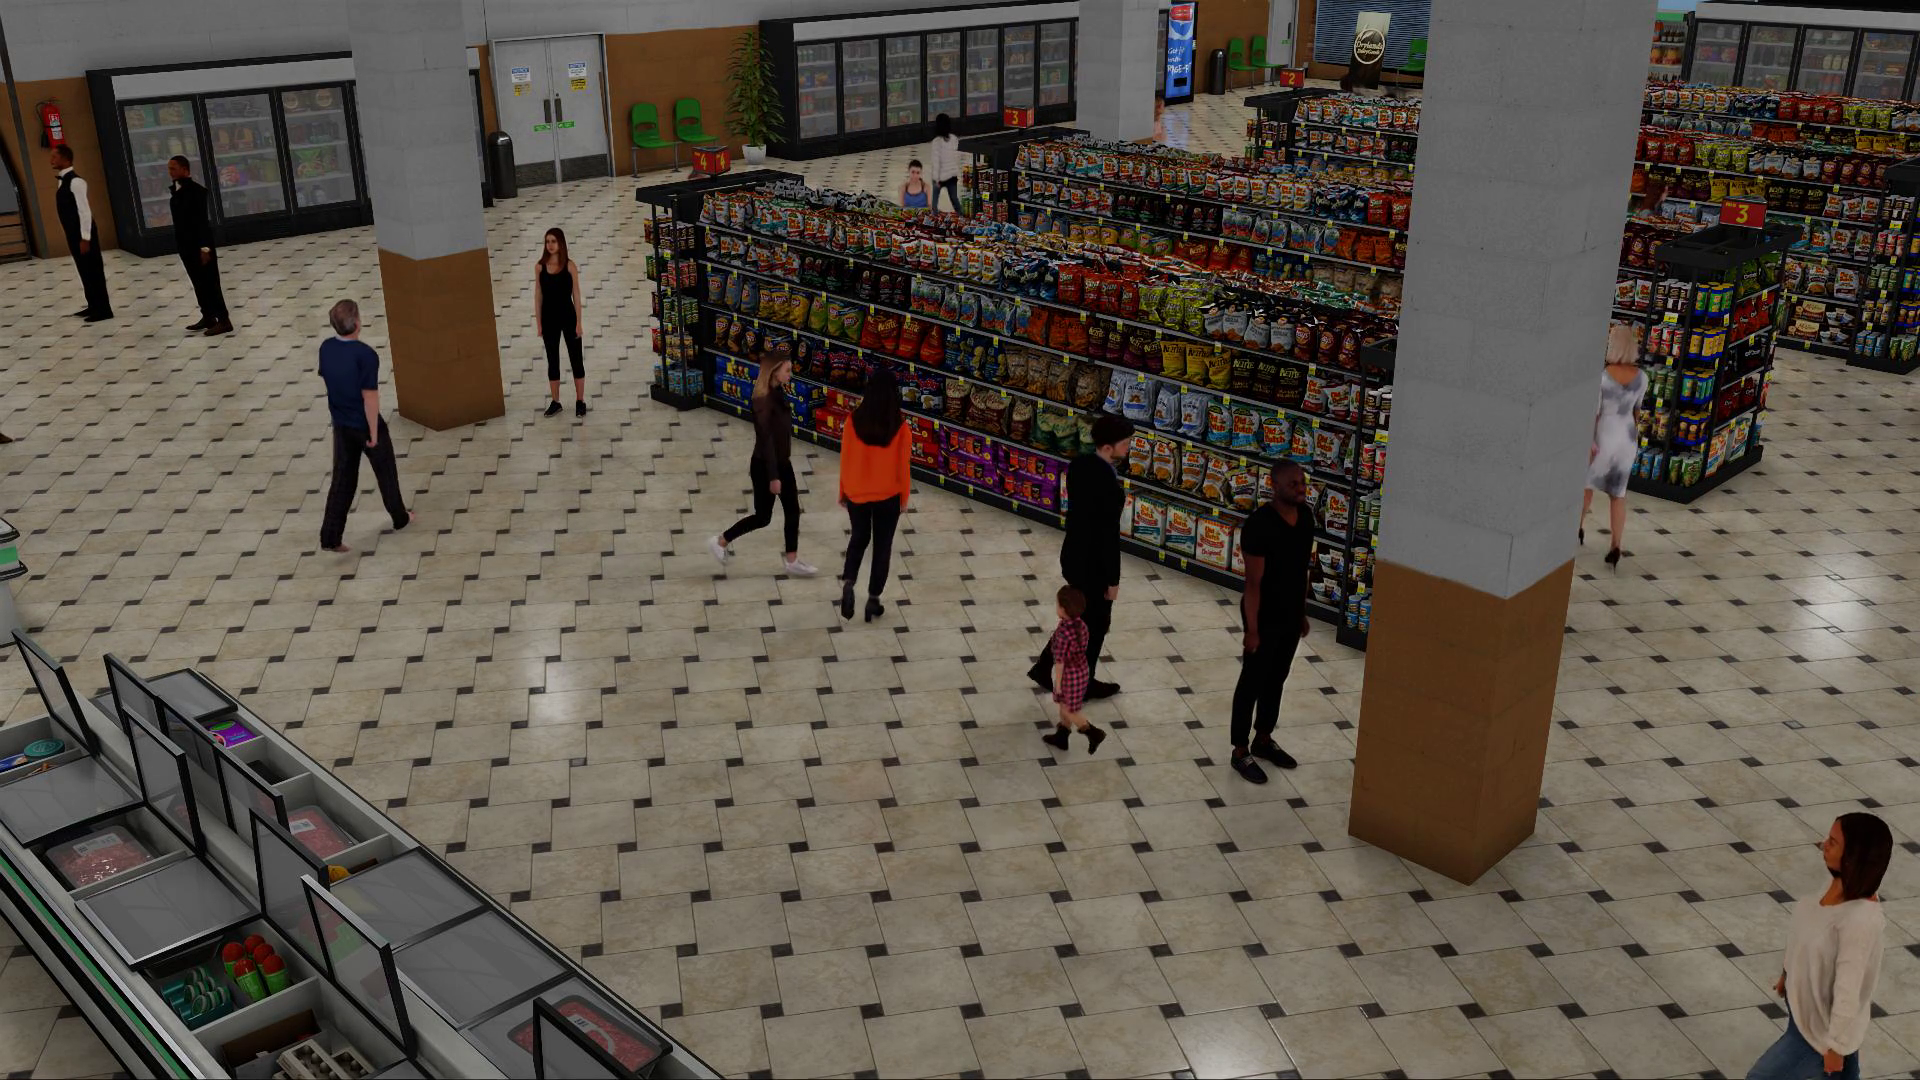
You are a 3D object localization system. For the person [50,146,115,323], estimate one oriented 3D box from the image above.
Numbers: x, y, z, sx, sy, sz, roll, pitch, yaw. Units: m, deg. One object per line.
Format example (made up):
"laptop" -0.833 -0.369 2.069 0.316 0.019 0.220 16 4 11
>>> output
"person" -9.716 -3.395 18.395 0.753 1.918 0.525 -18 28 -38

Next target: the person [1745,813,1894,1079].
"person" 3.193 1.750 5.969 1.167 1.635 0.884 10 24 23

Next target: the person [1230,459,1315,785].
"person" 1.695 0.426 9.046 0.685 1.798 0.593 -17 27 -35

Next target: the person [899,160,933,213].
"person" -0.495 -3.646 19.474 1.020 1.578 1.013 3 22 7

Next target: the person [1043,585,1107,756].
"person" 0.647 0.753 9.294 0.672 1.006 0.483 15 27 34

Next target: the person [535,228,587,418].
"person" -3.630 -1.984 15.141 0.637 1.726 0.704 1 22 2

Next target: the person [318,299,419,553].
"person" -4.415 -0.776 12.006 1.247 1.823 1.142 5 22 13

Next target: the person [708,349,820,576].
"person" -1.386 -0.494 11.505 1.087 1.672 0.907 4 22 10

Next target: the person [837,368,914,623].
"person" -0.576 -0.234 10.780 0.866 1.729 0.905 4 22 11

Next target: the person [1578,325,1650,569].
"person" 4.657 -0.637 11.802 0.968 1.717 0.999 1 22 3

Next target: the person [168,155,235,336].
"person" -8.189 -3.171 17.858 0.579 1.902 0.769 15 26 32

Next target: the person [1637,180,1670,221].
"person" 7.165 -2.965 17.635 0.896 1.687 0.638 18 28 38

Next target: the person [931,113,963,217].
"person" -0.146 -4.984 22.773 0.750 1.602 1.120 -15 26 -32

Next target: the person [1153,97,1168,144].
"person" 2.663 -5.192 22.987 0.710 1.829 0.618 -4 22 -10

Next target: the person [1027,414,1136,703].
"person" 0.694 0.154 9.648 0.952 1.853 0.934 -11 24 -25
